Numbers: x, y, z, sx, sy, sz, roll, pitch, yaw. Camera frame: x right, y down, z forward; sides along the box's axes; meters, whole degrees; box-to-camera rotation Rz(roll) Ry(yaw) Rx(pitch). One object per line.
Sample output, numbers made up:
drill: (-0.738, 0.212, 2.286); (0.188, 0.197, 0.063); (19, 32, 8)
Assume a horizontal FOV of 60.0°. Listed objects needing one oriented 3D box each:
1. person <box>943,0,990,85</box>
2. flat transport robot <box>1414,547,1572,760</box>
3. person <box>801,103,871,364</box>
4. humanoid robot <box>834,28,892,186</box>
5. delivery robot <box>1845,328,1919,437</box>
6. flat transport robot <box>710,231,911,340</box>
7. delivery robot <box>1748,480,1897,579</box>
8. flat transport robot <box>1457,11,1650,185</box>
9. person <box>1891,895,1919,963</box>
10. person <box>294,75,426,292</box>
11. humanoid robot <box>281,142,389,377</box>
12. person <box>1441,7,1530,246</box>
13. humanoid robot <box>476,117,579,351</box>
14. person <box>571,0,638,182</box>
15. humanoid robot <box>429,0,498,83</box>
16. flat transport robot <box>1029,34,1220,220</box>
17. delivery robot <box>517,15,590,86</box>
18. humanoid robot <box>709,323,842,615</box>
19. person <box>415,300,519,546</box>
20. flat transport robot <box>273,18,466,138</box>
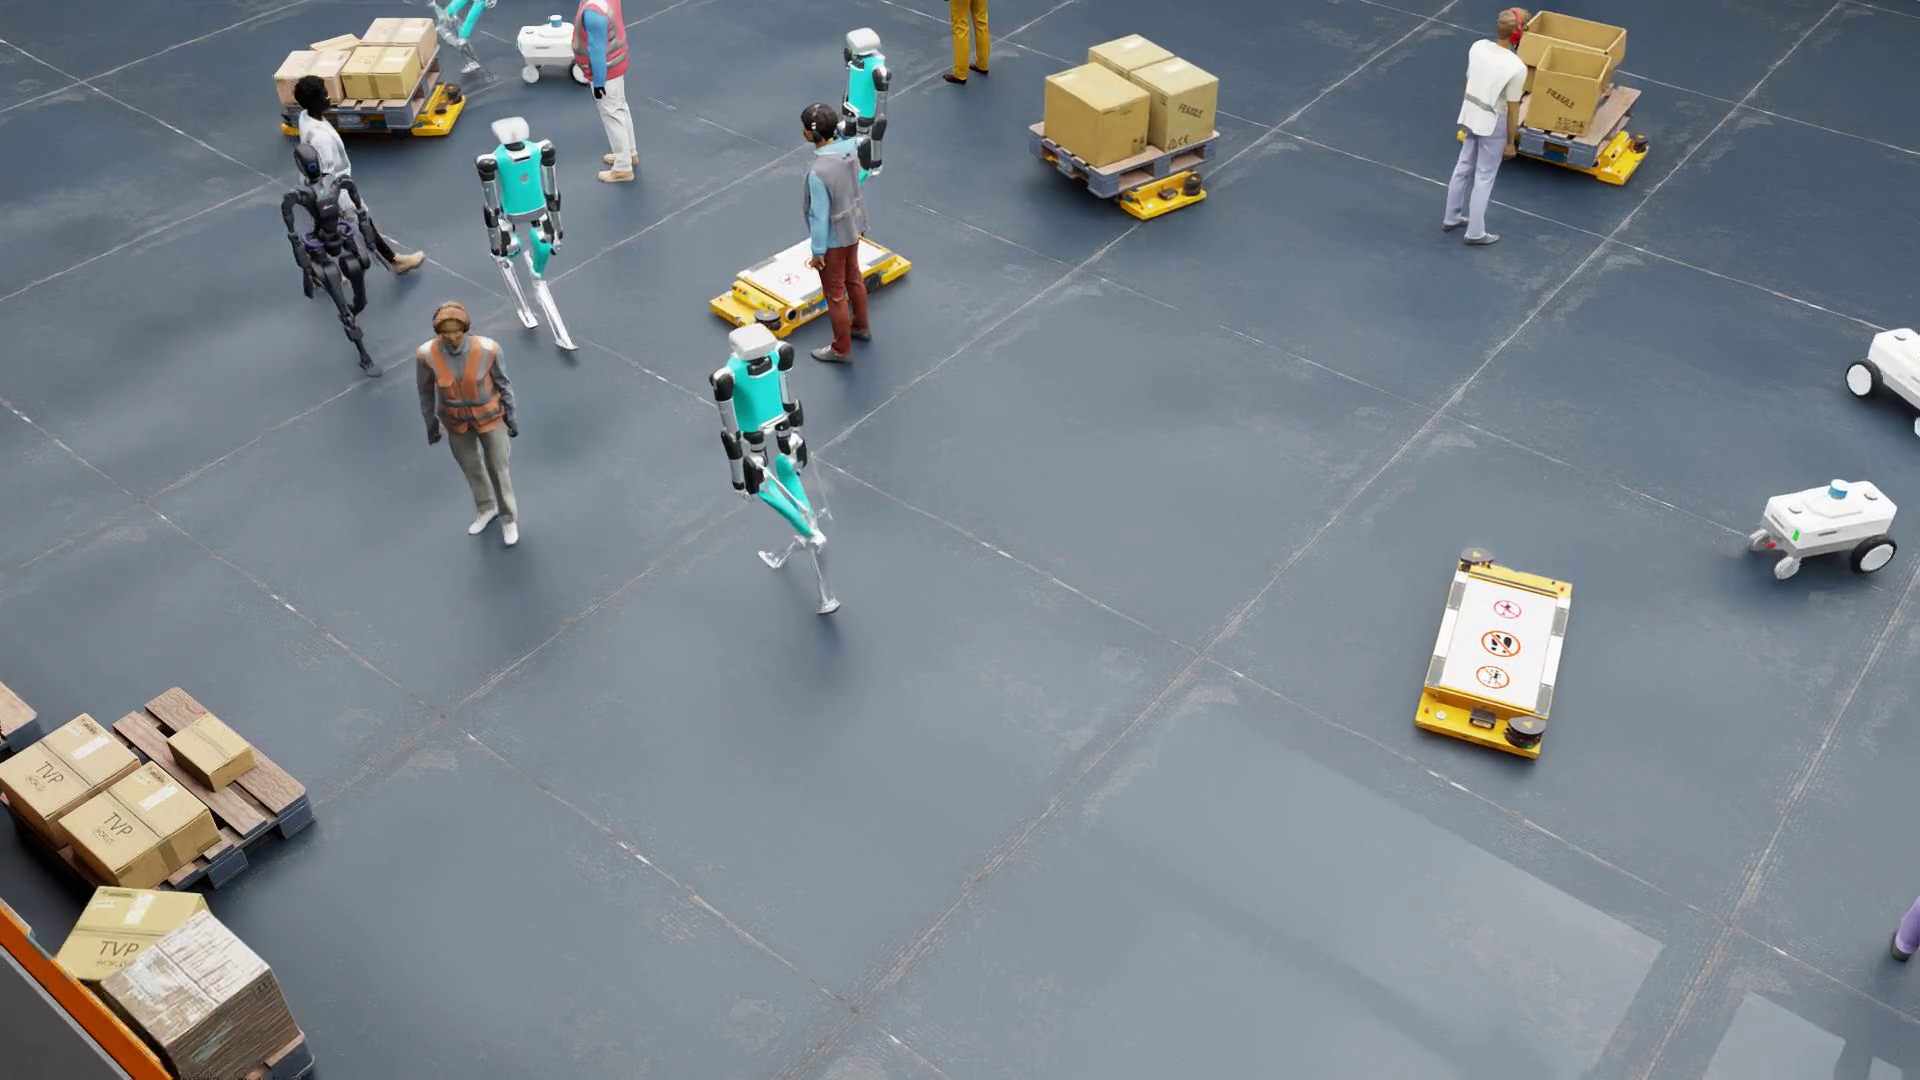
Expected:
person: (0.068, -4.923, 14.730); (0.343, 1.747, 0.529); (31, 49, 31)
flat transport robot: (3.027, 0.607, 9.364); (0.659, 0.231, 1.431); (15, 43, 17)
person: (-0.838, -2.068, 11.281); (0.417, 1.871, 0.530); (14, 42, 16)
humanoid robot: (-0.864, -2.844, 12.304); (0.686, 1.809, 0.530); (-22, 45, -24)
delivery robot: (6.423, -1.097, 11.147); (0.499, 0.593, 0.789); (-12, 42, -14)
flat transport robot: (-1.100, -1.927, 12.345); (0.659, 0.231, 1.431); (32, 50, 32)
delivery robot: (5.202, -0.095, 9.982); (0.814, 0.612, 0.499); (-9, 41, -11)
flat transport robot: (5.024, -3.400, 14.077); (1.431, 0.231, 0.659); (24, 46, 26)
person: (4.631, 1.323, 7.313); (0.559, 1.837, 0.376); (32, 49, 32)
person: (-4.483, -2.594, 12.054); (0.857, 1.641, 0.547); (-21, 45, -23)
humanoid robot: (-4.261, -1.954, 11.334); (0.587, 1.651, 0.756); (-29, 48, -30)
person: (3.951, -3.090, 12.498); (0.373, 1.840, 0.569); (-18, 44, -20)
humanoid robot: (-3.023, -2.127, 11.452); (0.551, 1.757, 0.963); (-23, 45, -25)
person: (-2.862, -3.773, 13.315); (0.431, 1.837, 0.628); (-1, 40, -1)
humanoid robot: (-4.390, -4.862, 14.660); (0.721, 1.786, 0.536); (-30, 49, -30)
flat transport robot: (1.319, -3.081, 13.702); (0.659, 0.231, 1.431); (-24, 46, -26)
delivery robot: (-3.607, -4.456, 15.107); (0.807, 0.606, 0.499); (0, 40, 0)
humanoid robot: (-0.899, -0.300, 9.337); (0.534, 1.782, 1.011); (-31, 49, -32)
person: (-2.885, -0.684, 9.829); (0.544, 1.636, 0.356); (-3, 40, -3)
flat transport robot: (-5.108, -3.752, 14.492); (1.431, 0.231, 0.659); (0, 40, 0)
